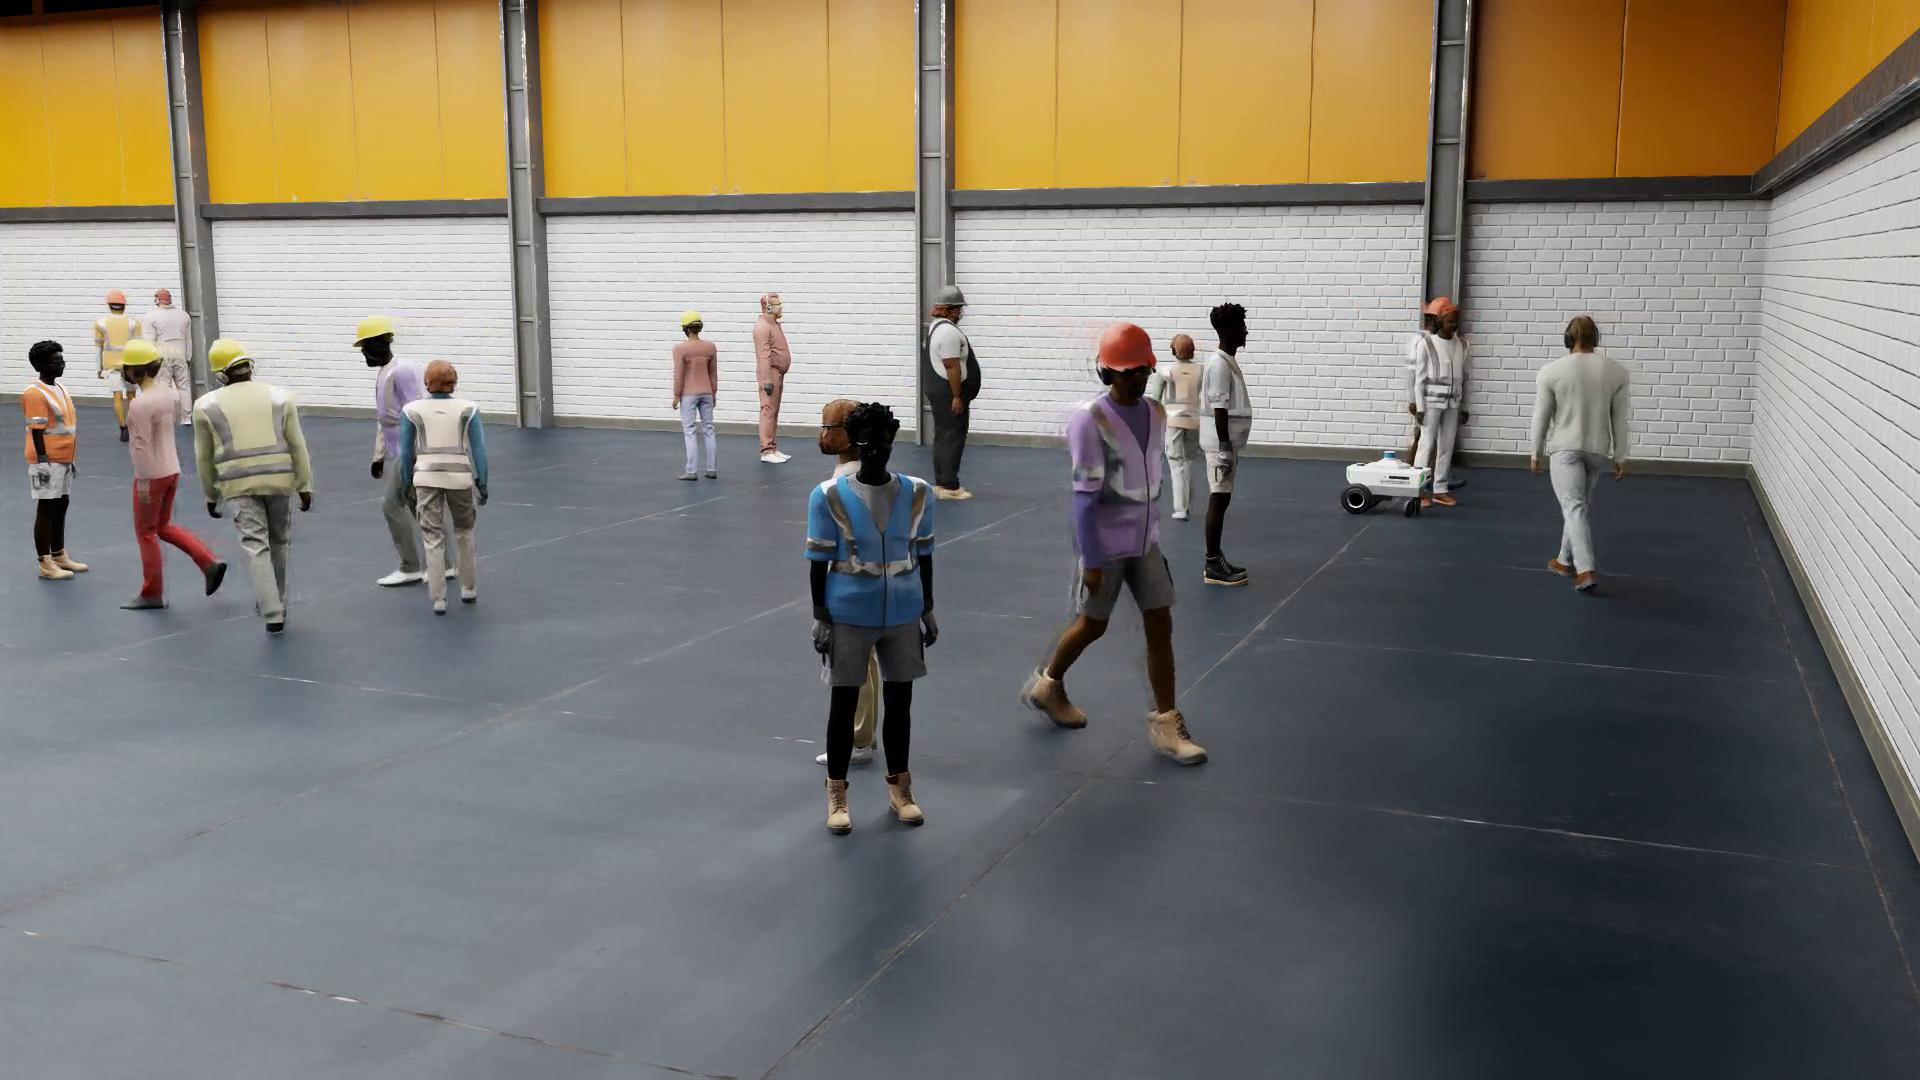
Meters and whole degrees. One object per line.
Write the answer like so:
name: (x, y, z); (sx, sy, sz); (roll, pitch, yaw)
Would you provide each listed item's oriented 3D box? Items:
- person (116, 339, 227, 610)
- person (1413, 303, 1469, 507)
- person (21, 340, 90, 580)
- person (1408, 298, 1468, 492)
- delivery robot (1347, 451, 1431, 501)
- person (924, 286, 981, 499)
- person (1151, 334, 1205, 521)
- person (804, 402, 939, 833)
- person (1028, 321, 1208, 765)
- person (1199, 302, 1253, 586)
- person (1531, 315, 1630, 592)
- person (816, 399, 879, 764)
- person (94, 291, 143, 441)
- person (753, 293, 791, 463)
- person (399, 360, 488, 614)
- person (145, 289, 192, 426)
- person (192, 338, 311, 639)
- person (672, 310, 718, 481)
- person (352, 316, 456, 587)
person: (-5.143, -0.416, 10.712); (0.559, 1.752, 0.538); (0, 9, -3)
person: (4.443, -1.239, 15.359); (0.579, 1.876, 0.345); (-4, 10, -22)
person: (-6.455, -0.574, 11.845); (0.317, 1.696, 0.564); (-2, 9, -9)
person: (4.727, -1.413, 16.319); (0.559, 1.897, 0.848); (-8, 12, -41)
delivery robot: (3.846, -0.554, 14.909); (0.707, 0.478, 0.477); (4, 10, 26)
person: (-0.066, -1.418, 15.934); (0.537, 2.000, 0.695); (-3, 10, -17)
person: (1.919, -0.996, 14.651); (0.522, 1.612, 0.686); (-2, 10, -12)
person: (-0.338, 0.303, 6.544); (0.542, 1.695, 0.316); (-3, 10, -19)
person: (0.682, -0.013, 7.615); (0.621, 1.992, 1.029); (-8, 13, -41)
person: (1.862, -0.674, 11.652); (0.367, 1.966, 0.607); (2, 10, 10)
person: (4.290, -0.605, 11.515); (0.630, 1.889, 1.025); (0, 9, -2)
person: (-0.500, 0.185, 7.451); (0.285, 1.633, 0.498); (1, 9, 5)
person: (-10.749, -2.232, 21.302); (0.562, 1.885, 0.972); (-5, 10, -27)
person: (-2.116, -1.833, 18.843); (0.410, 1.913, 0.643); (1, 9, 3)
person: (-3.339, -0.355, 10.763); (0.543, 1.611, 0.668); (-3, 10, -16)
person: (-10.910, -2.501, 22.923); (0.408, 1.903, 0.638); (7, 12, 36)
person: (-4.287, -0.324, 10.077); (0.617, 1.782, 0.818); (-6, 11, -34)
person: (-2.755, -1.496, 17.243); (0.533, 1.765, 0.330); (-8, 12, -40)
person: (-3.868, -0.617, 11.587); (0.649, 1.867, 0.620); (-5, 10, -26)
